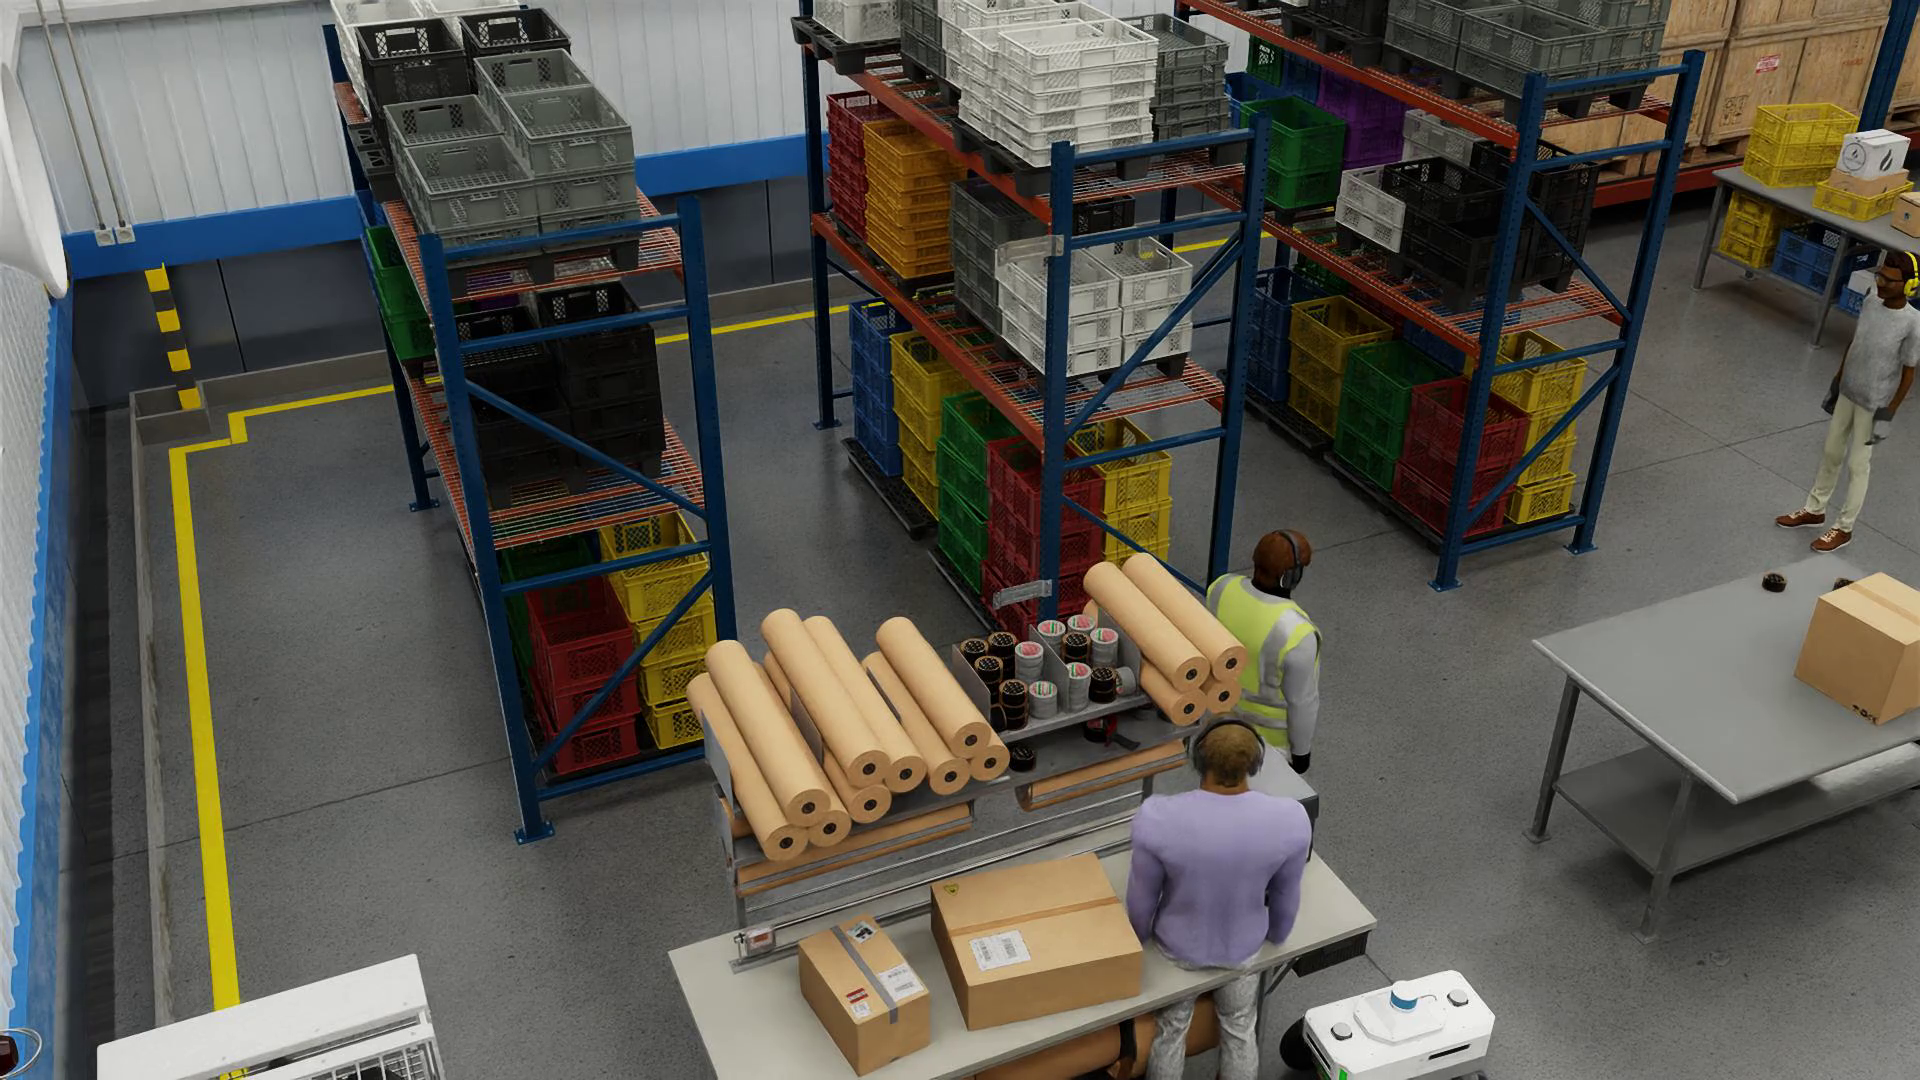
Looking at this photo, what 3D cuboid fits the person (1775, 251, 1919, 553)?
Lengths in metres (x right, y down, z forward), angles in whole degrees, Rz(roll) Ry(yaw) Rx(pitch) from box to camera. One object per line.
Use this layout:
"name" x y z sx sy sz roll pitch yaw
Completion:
"person" 5.274 -0.812 9.749 0.329 1.872 0.508 -8 33 -13

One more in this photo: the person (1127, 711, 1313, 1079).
"person" 0.908 1.440 6.043 0.625 1.931 0.372 -1 32 -1

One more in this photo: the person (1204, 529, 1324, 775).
"person" 1.313 0.763 7.222 0.429 1.841 0.621 -19 37 -28

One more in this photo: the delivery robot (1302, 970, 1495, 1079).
"delivery robot" 1.702 1.921 6.470 0.707 0.478 0.477 -10 33 -16
